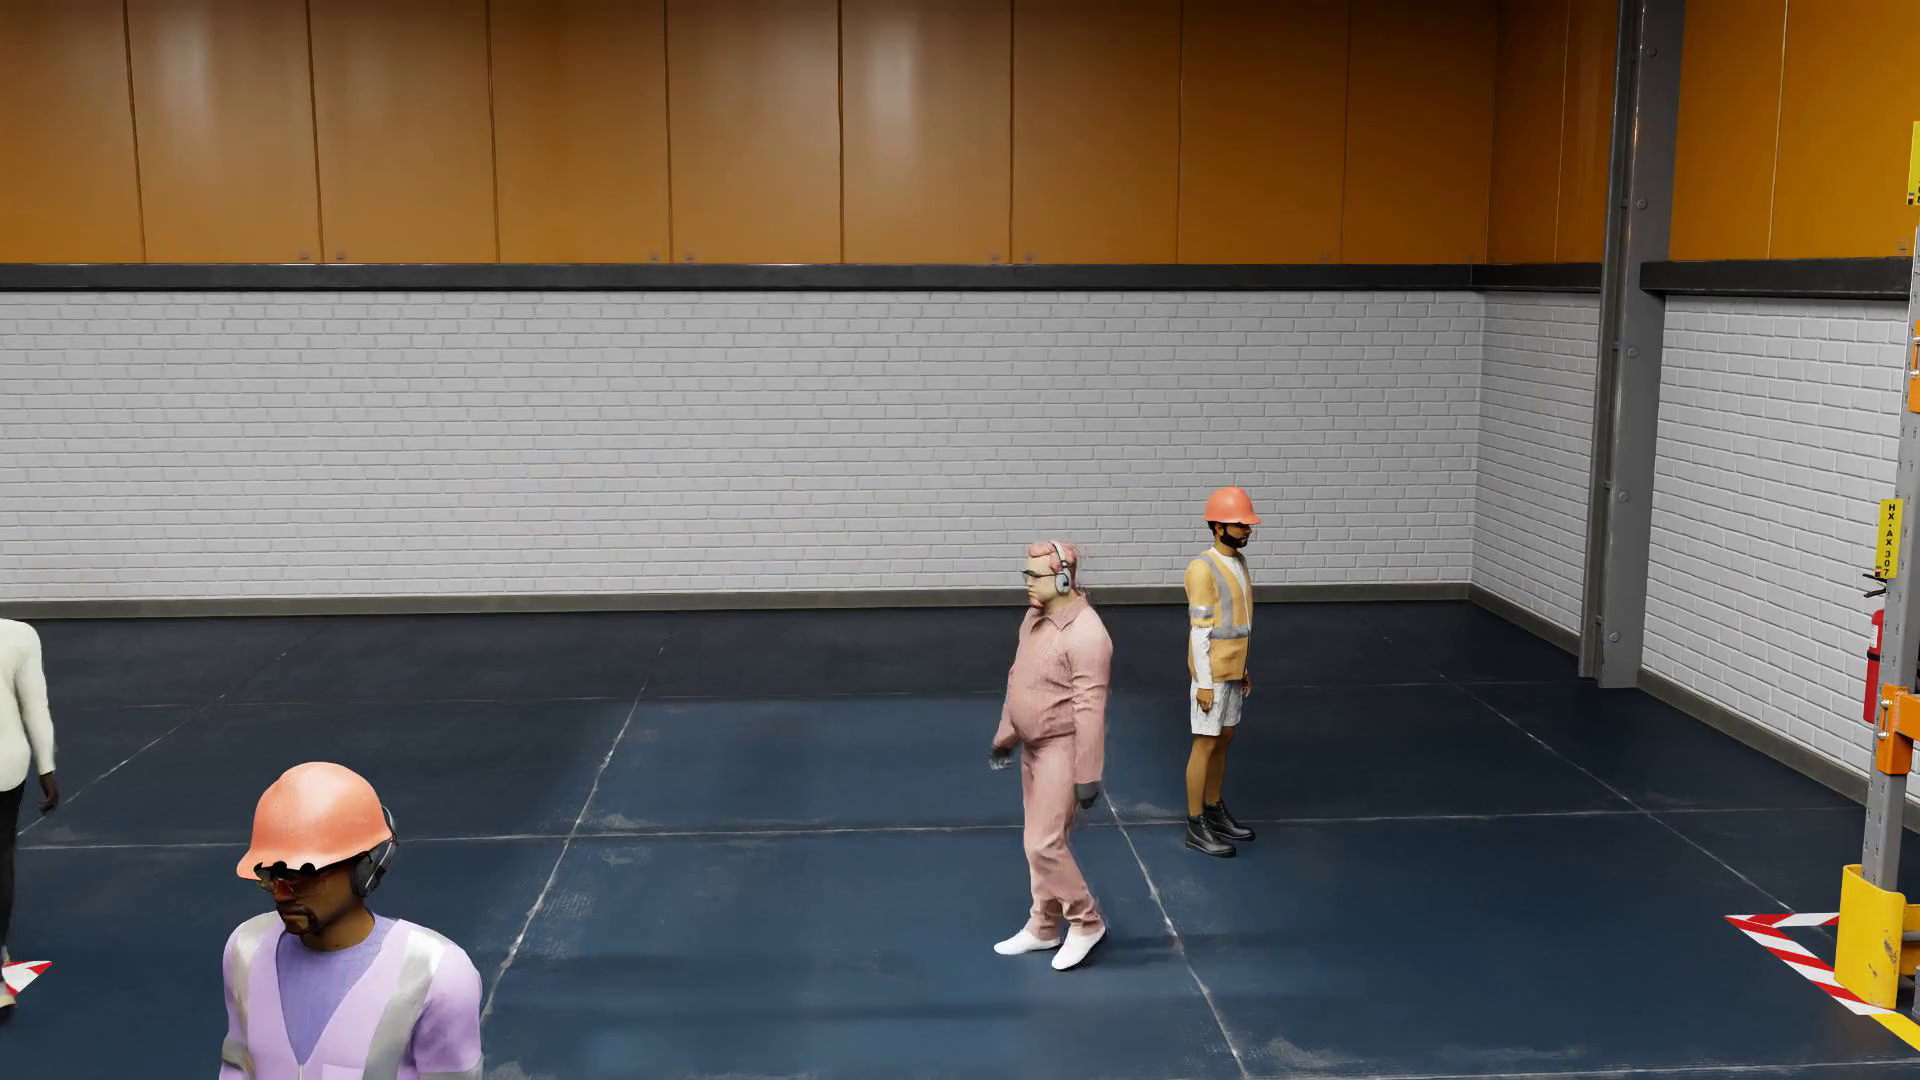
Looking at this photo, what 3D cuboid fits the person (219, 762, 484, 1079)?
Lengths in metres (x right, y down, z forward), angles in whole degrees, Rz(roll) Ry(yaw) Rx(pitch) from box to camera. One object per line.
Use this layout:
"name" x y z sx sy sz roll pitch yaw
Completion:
"person" -1.304 1.461 3.531 0.605 2.045 0.378 2 9 13

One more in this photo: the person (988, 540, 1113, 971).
"person" 0.395 0.933 7.309 0.428 1.898 0.671 -3 9 -17

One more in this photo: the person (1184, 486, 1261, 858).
"person" 1.393 0.680 8.768 0.361 1.939 0.543 6 11 32

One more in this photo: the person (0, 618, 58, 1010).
"person" -4.125 0.969 6.931 0.632 1.953 0.997 -8 12 -40
